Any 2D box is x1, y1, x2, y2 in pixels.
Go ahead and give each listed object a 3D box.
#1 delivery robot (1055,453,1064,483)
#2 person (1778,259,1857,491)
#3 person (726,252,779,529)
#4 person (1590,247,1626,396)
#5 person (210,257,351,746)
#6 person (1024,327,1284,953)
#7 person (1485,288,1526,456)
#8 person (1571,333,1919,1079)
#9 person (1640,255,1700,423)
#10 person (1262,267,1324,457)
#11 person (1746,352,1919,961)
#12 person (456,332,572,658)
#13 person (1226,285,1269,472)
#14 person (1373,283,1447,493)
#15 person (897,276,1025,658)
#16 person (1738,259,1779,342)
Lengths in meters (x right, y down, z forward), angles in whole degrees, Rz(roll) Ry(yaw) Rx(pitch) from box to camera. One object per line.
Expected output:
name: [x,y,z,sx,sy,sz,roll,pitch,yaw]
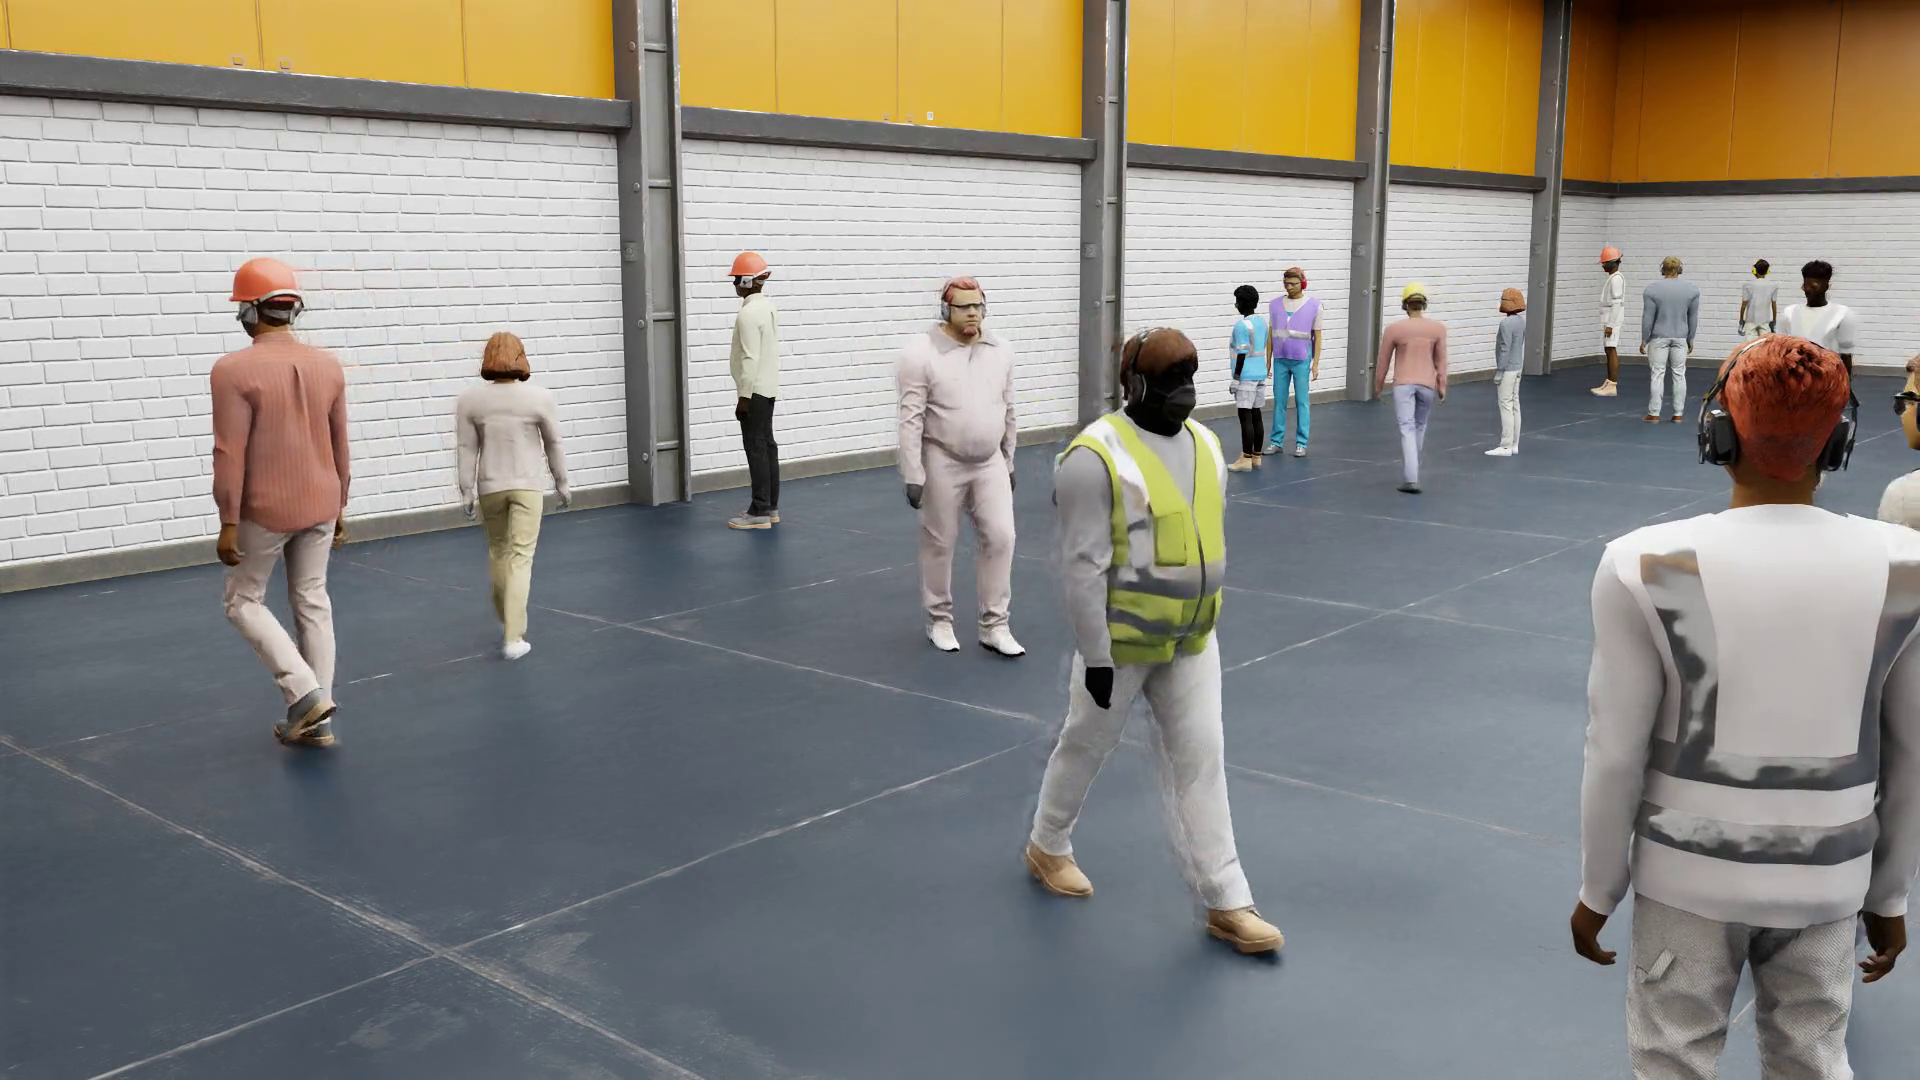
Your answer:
delivery robot: [1.054,-0.606,13.194,0.477,0.478,0.707,7,12,34]
person: [6.849,-1.274,13.337,0.836,1.943,0.608,-8,13,-38]
person: [-1.494,-1.080,12.056,0.381,1.993,0.622,2,10,9]
person: [8.900,-2.989,22.824,0.390,2.034,0.605,3,10,18]
person: [-2.709,-0.127,6.660,0.436,1.980,0.649,6,11,29]
person: [0.536,0.270,4.956,0.639,1.802,0.964,-7,12,-36]
person: [5.356,-1.641,16.272,0.273,1.636,0.507,7,12,36]
person: [1.346,0.592,2.862,0.576,1.882,0.355,1,10,5]
person: [8.177,-2.306,19.213,0.627,1.935,0.372,1,10,6]
person: [3.242,-1.725,16.180,0.563,1.838,0.390,6,12,32]
person: [2.432,0.405,4.198,0.510,1.797,0.955,-7,12,-33]
person: [-2.247,-0.246,8.442,0.513,1.598,0.802,0,10,1]
person: [2.612,-1.466,15.120,0.319,1.692,0.533,7,12,33]
person: [3.772,-1.282,13.967,0.551,1.710,0.872,0,10,0]
person: [0.047,-0.342,8.177,0.685,1.877,0.773,-5,11,-24]
person: [11.605,-3.141,24.179,0.509,1.864,0.331,2,10,13]
